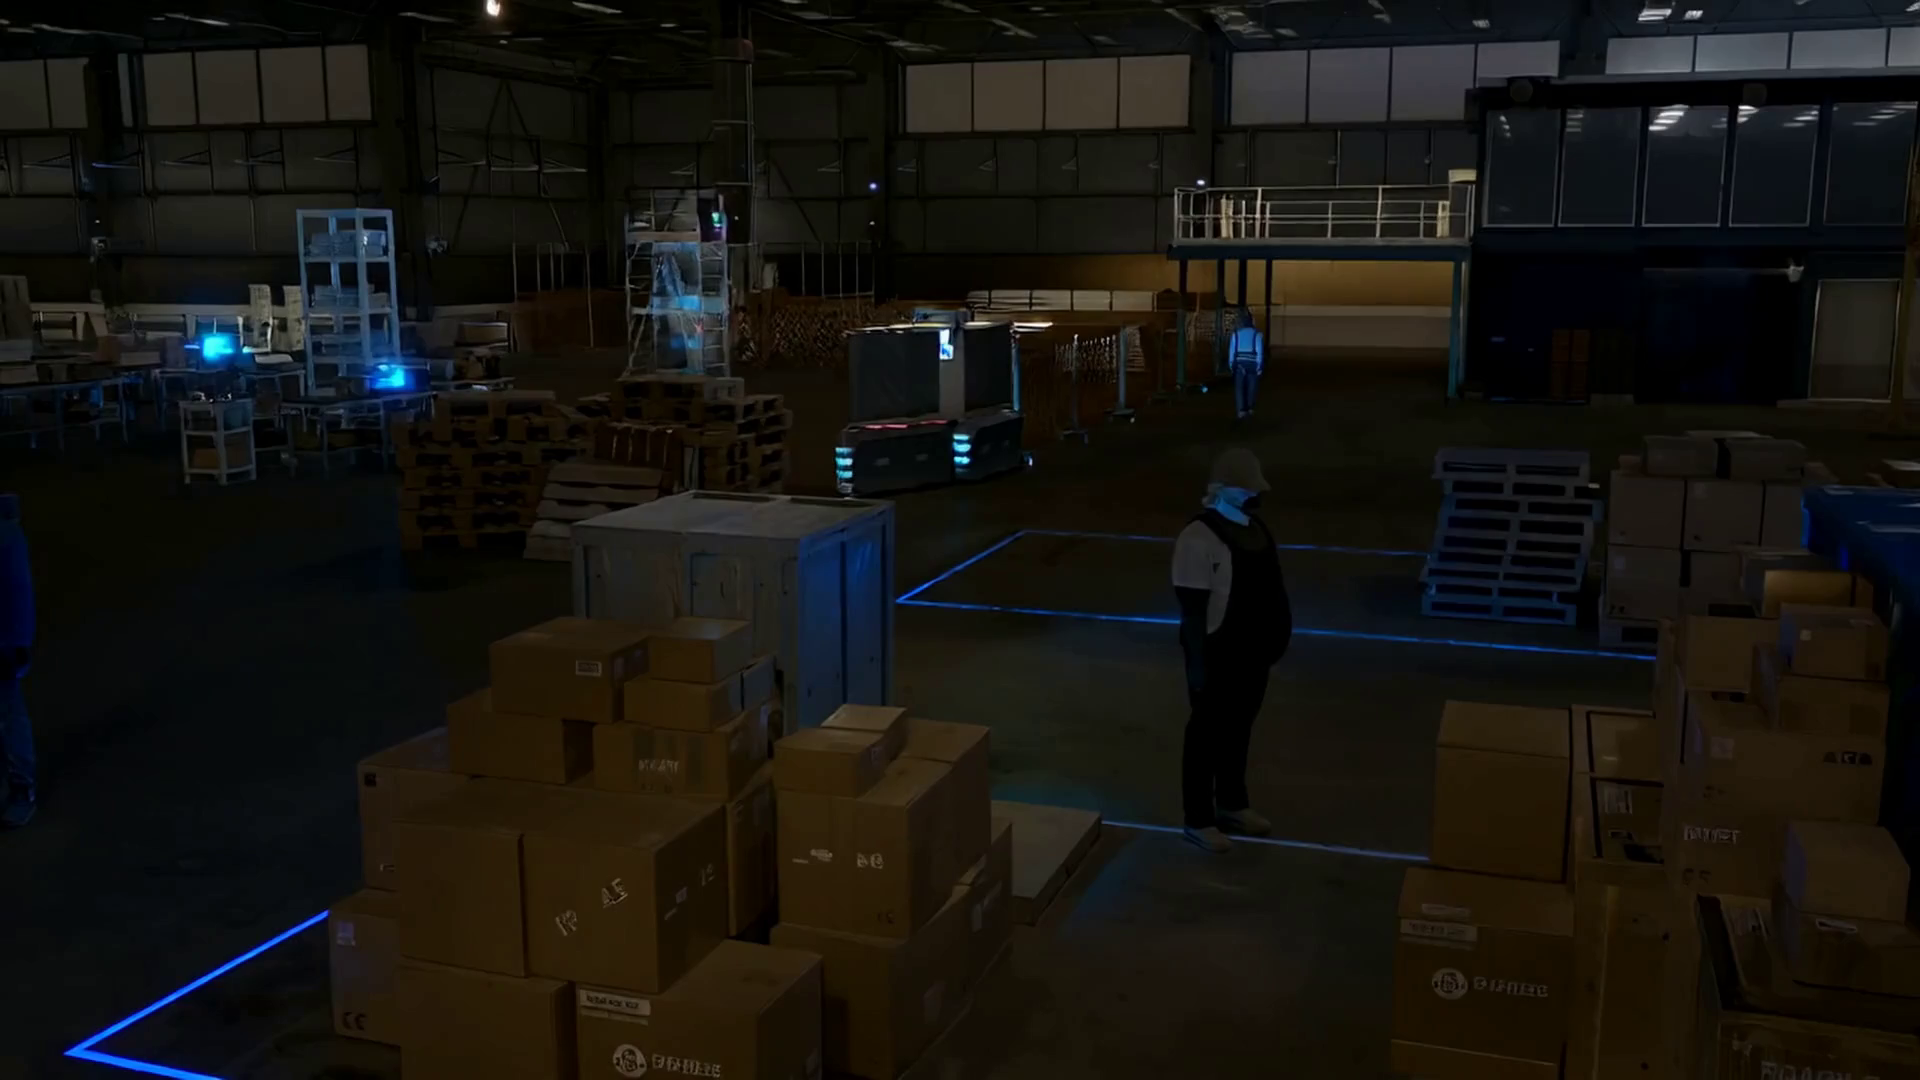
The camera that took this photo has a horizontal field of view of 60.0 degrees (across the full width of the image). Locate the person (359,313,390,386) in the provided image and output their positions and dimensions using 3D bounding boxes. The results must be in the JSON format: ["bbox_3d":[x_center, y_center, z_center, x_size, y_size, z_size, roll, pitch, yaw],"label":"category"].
[{"bbox_3d":[-11.827,-3.940,33.622,0.610,2.043,0.397,-7,12,-35],"label":"person"}]

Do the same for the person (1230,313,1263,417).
[{"bbox_3d":[5.075,-3.108,29.557,0.588,1.833,1.038,3,11,17],"label":"person"}]

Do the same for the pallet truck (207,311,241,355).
[{"bbox_3d":[-19.537,-5.575,44.913,0.653,1.274,1.630,3,11,19],"label":"pallet truck"}]

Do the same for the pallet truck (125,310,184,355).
[{"bbox_3d":[-22.038,-5.665,45.457,0.704,1.261,1.522,3,11,17],"label":"pallet truck"}]

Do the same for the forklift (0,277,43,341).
[{"bbox_3d":[-27.151,-6.329,46.328,1.157,1.987,2.680,3,11,17],"label":"forklift"}]

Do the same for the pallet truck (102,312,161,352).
[{"bbox_3d":[-23.057,-5.777,46.261,0.680,1.201,1.601,3,11,19],"label":"pallet truck"}]

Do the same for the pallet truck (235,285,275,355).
[{"bbox_3d":[-18.327,-5.835,44.421,0.823,1.965,1.885,4,11,23],"label":"pallet truck"}]

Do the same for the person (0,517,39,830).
[{"bbox_3d":[-5.115,0.519,8.640,0.616,1.997,0.373,1,10,5],"label":"person"}]

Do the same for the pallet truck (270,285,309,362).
[{"bbox_3d":[-17.147,-5.700,43.663,0.823,1.965,1.885,3,11,17],"label":"pallet truck"}]

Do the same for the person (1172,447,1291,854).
[{"bbox_3d":[1.401,0.539,8.406,0.537,2.000,0.689,8,13,39],"label":"person"}]
